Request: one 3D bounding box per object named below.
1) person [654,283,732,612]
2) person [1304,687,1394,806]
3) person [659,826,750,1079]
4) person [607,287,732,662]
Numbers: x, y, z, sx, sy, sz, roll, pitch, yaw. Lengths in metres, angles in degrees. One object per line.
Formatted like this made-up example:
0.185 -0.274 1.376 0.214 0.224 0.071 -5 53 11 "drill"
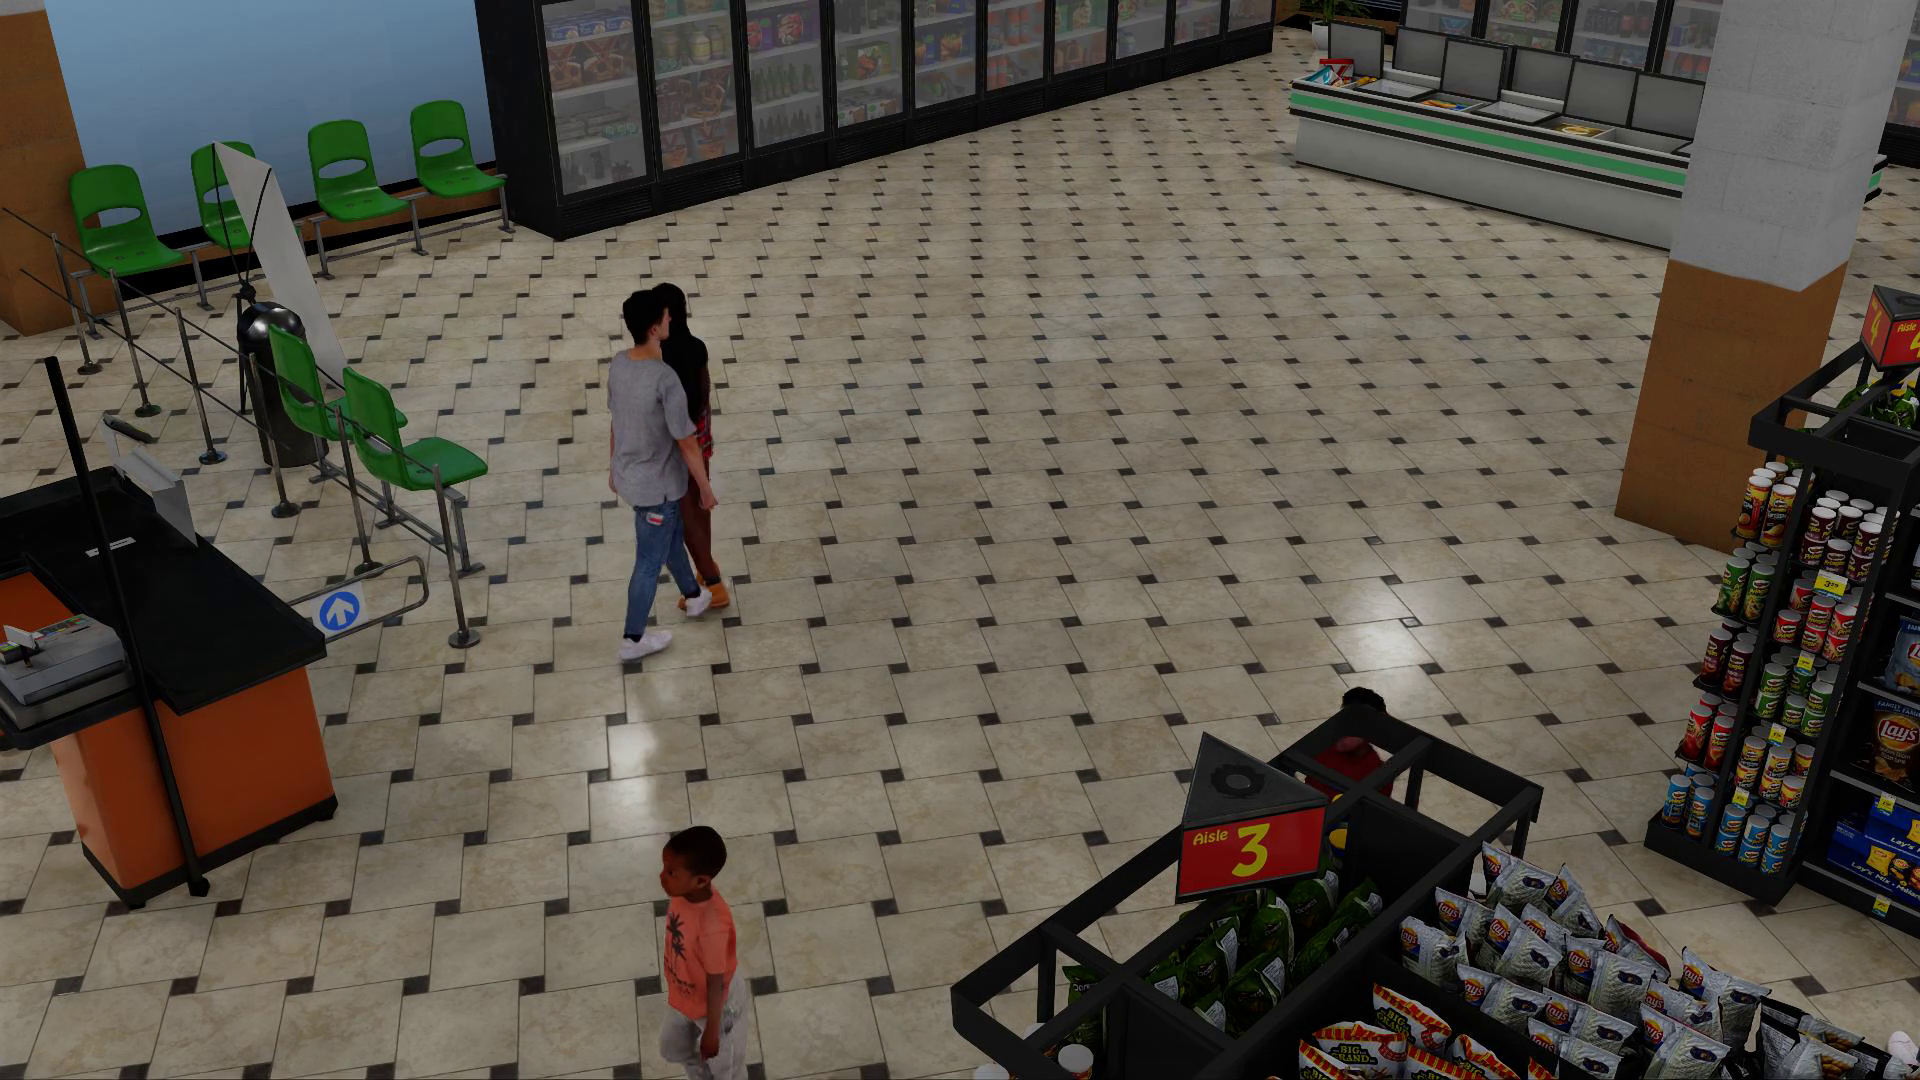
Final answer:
-1.425 -0.442 8.484 0.731 1.694 0.624 15 32 26 "person"
1.452 1.058 6.208 0.584 1.242 0.572 25 37 38 "person"
-0.767 1.451 5.423 0.610 1.304 0.495 -15 32 -26 "person"
-1.559 -0.271 7.998 0.767 1.859 0.929 -24 37 -37 "person"
